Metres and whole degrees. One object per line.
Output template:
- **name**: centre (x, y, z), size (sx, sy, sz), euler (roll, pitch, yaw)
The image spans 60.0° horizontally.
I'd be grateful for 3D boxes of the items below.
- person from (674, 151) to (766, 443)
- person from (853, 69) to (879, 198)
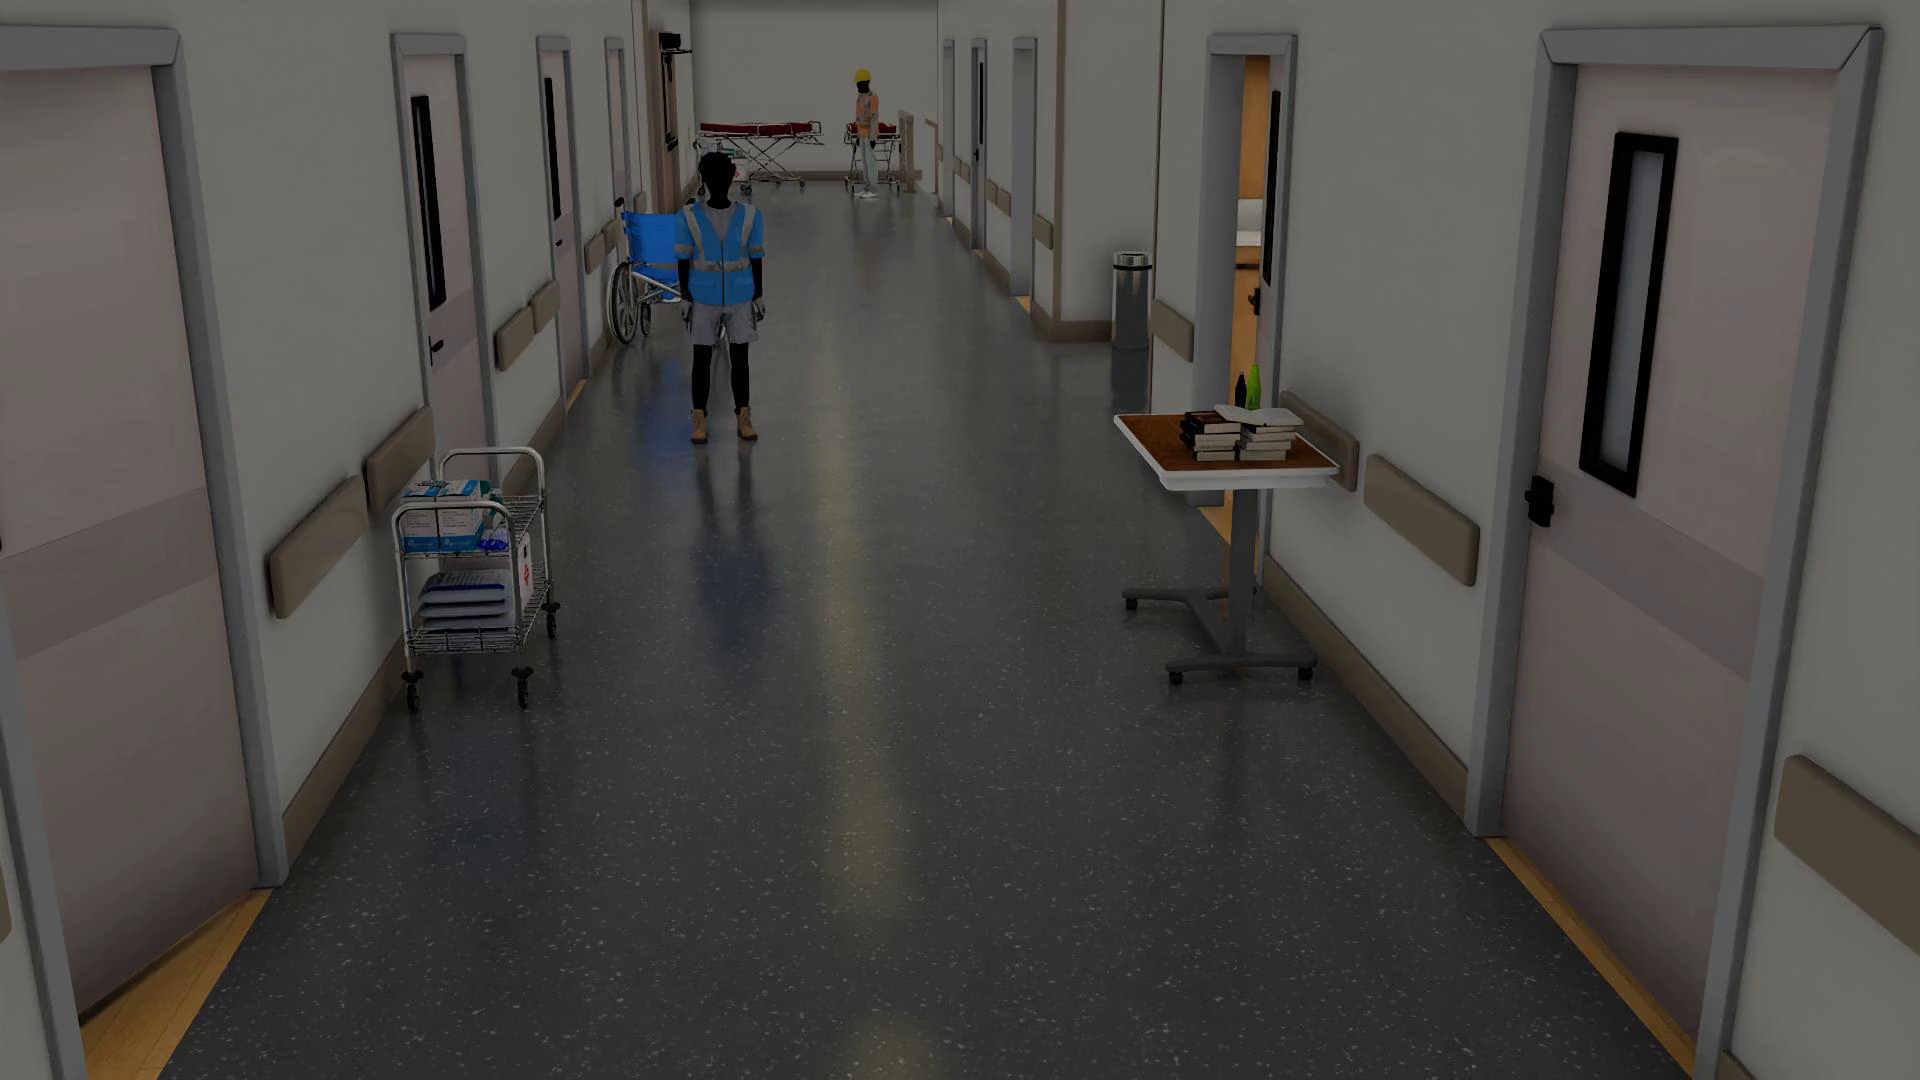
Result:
- **person**: centre (-1.400, -1.415, 9.767), size (0.535, 1.697, 0.322), euler (-4, 17, -14)
- **person**: centre (-1.434, -6.176, 25.303), size (0.398, 1.918, 0.587), euler (-8, 18, -24)
